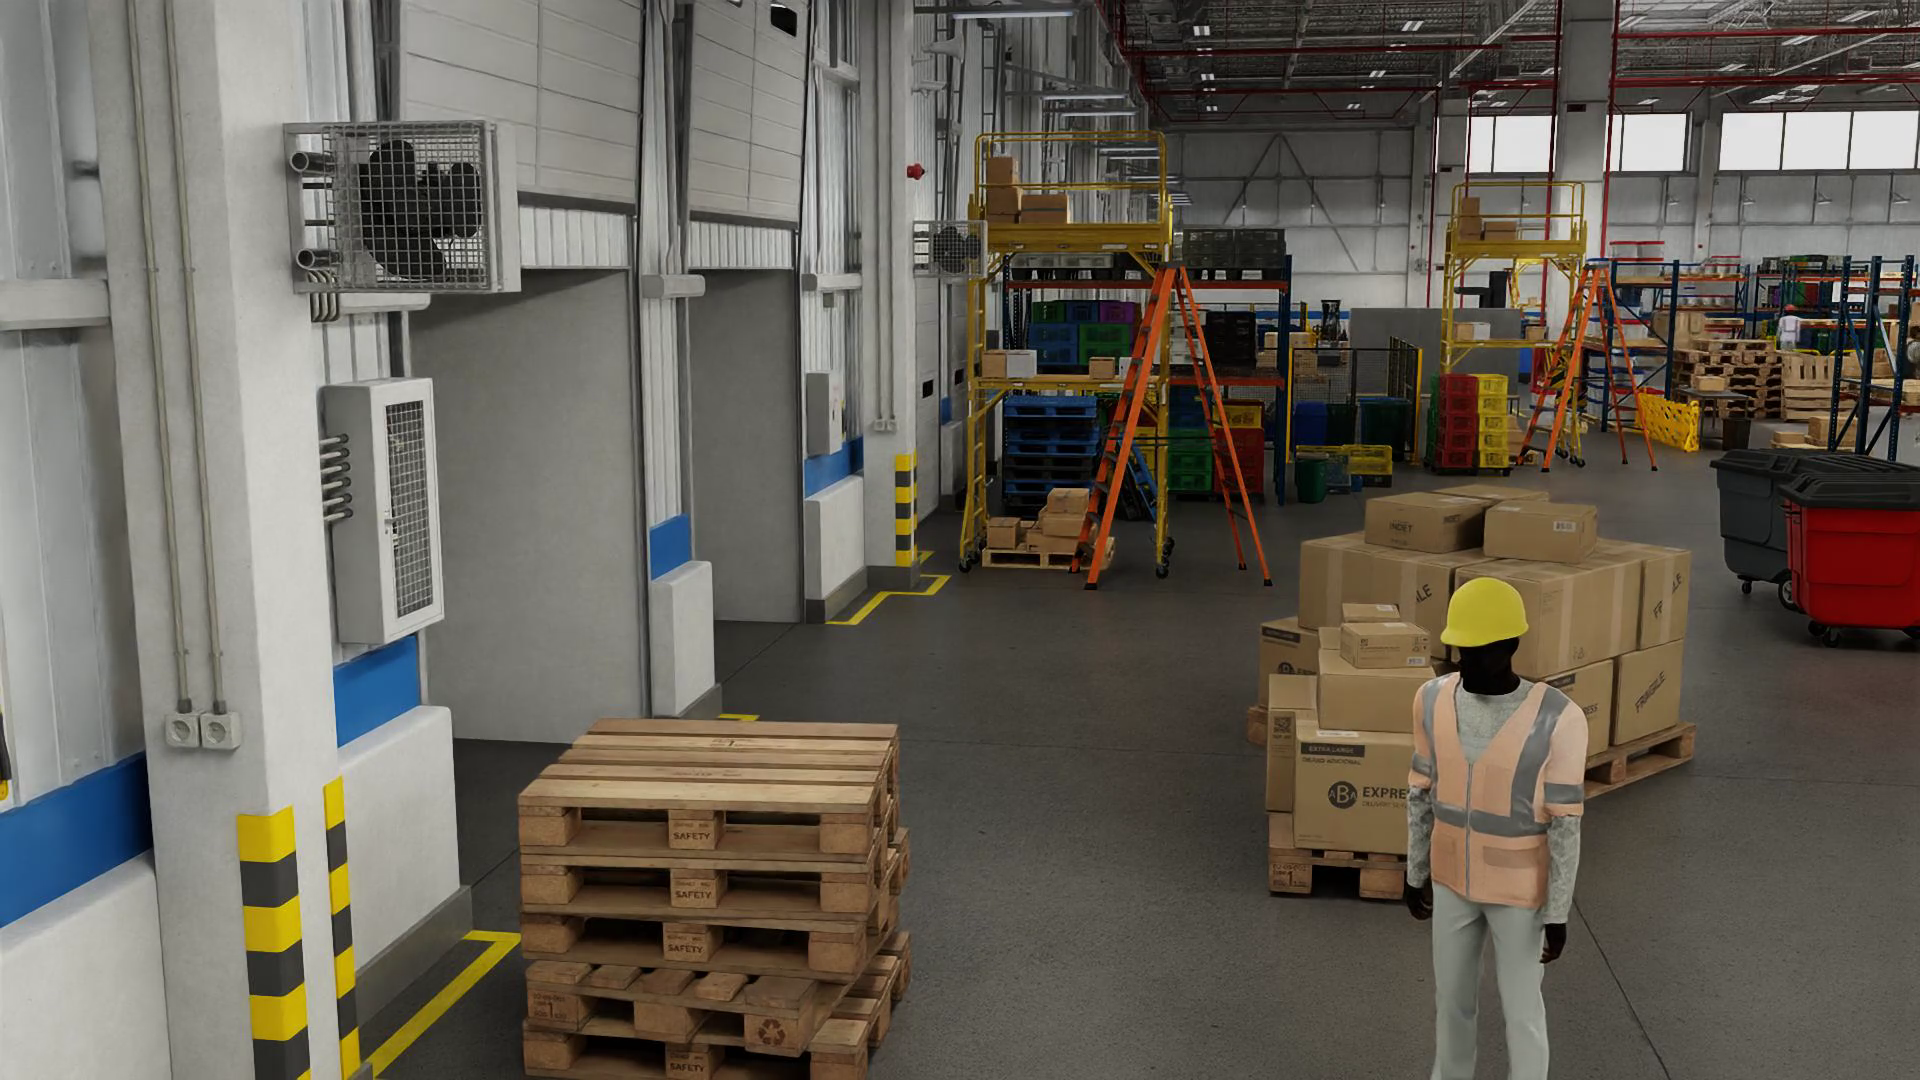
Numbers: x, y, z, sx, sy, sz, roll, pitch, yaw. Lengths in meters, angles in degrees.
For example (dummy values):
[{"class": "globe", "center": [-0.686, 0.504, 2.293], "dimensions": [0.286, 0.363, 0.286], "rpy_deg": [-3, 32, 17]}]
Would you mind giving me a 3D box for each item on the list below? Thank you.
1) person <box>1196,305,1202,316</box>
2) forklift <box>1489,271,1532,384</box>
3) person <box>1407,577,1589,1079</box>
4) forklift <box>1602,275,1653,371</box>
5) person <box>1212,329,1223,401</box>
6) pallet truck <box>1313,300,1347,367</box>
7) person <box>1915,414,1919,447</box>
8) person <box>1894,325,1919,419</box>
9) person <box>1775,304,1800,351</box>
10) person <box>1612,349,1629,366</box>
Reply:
[{"class": "person", "center": [6.345, -5.338, 44.625], "dimensions": [0.544, 1.929, 0.386], "rpy_deg": [-6, 11, -31]}, {"class": "forklift", "center": [13.422, -5.322, 41.591], "dimensions": [1.873, 2.768, 1.129], "rpy_deg": [1, 9, 9]}, {"class": "person", "center": [1.639, 1.059, 5.201], "dimensions": [0.395, 1.920, 0.585], "rpy_deg": [-9, 13, -43]}, {"class": "forklift", "center": [18.328, -6.129, 46.565], "dimensions": [1.873, 2.768, 1.129], "rpy_deg": [-3, 10, -19]}, {"class": "person", "center": [5.450, -3.626, 34.973], "dimensions": [0.314, 1.634, 0.516], "rpy_deg": [-3, 10, -19]}, {"class": "pallet truck", "center": [11.159, -6.200, 49.718], "dimensions": [0.823, 1.965, 1.885], "rpy_deg": [4, 10, 26]}, {"class": "person", "center": [15.693, -2.346, 26.770], "dimensions": [0.485, 1.738, 0.322], "rpy_deg": [-5, 10, -26]}, {"class": "person", "center": [18.185, -3.221, 31.939], "dimensions": [0.409, 1.811, 0.637], "rpy_deg": [-3, 10, -16]}, {"class": "person", "center": [23.005, -5.601, 46.302], "dimensions": [0.574, 1.903, 0.788], "rpy_deg": [2, 9, 10]}, {"class": "person", "center": [16.510, -4.835, 41.687], "dimensions": [0.618, 1.871, 0.423], "rpy_deg": [-4, 10, -24]}]
